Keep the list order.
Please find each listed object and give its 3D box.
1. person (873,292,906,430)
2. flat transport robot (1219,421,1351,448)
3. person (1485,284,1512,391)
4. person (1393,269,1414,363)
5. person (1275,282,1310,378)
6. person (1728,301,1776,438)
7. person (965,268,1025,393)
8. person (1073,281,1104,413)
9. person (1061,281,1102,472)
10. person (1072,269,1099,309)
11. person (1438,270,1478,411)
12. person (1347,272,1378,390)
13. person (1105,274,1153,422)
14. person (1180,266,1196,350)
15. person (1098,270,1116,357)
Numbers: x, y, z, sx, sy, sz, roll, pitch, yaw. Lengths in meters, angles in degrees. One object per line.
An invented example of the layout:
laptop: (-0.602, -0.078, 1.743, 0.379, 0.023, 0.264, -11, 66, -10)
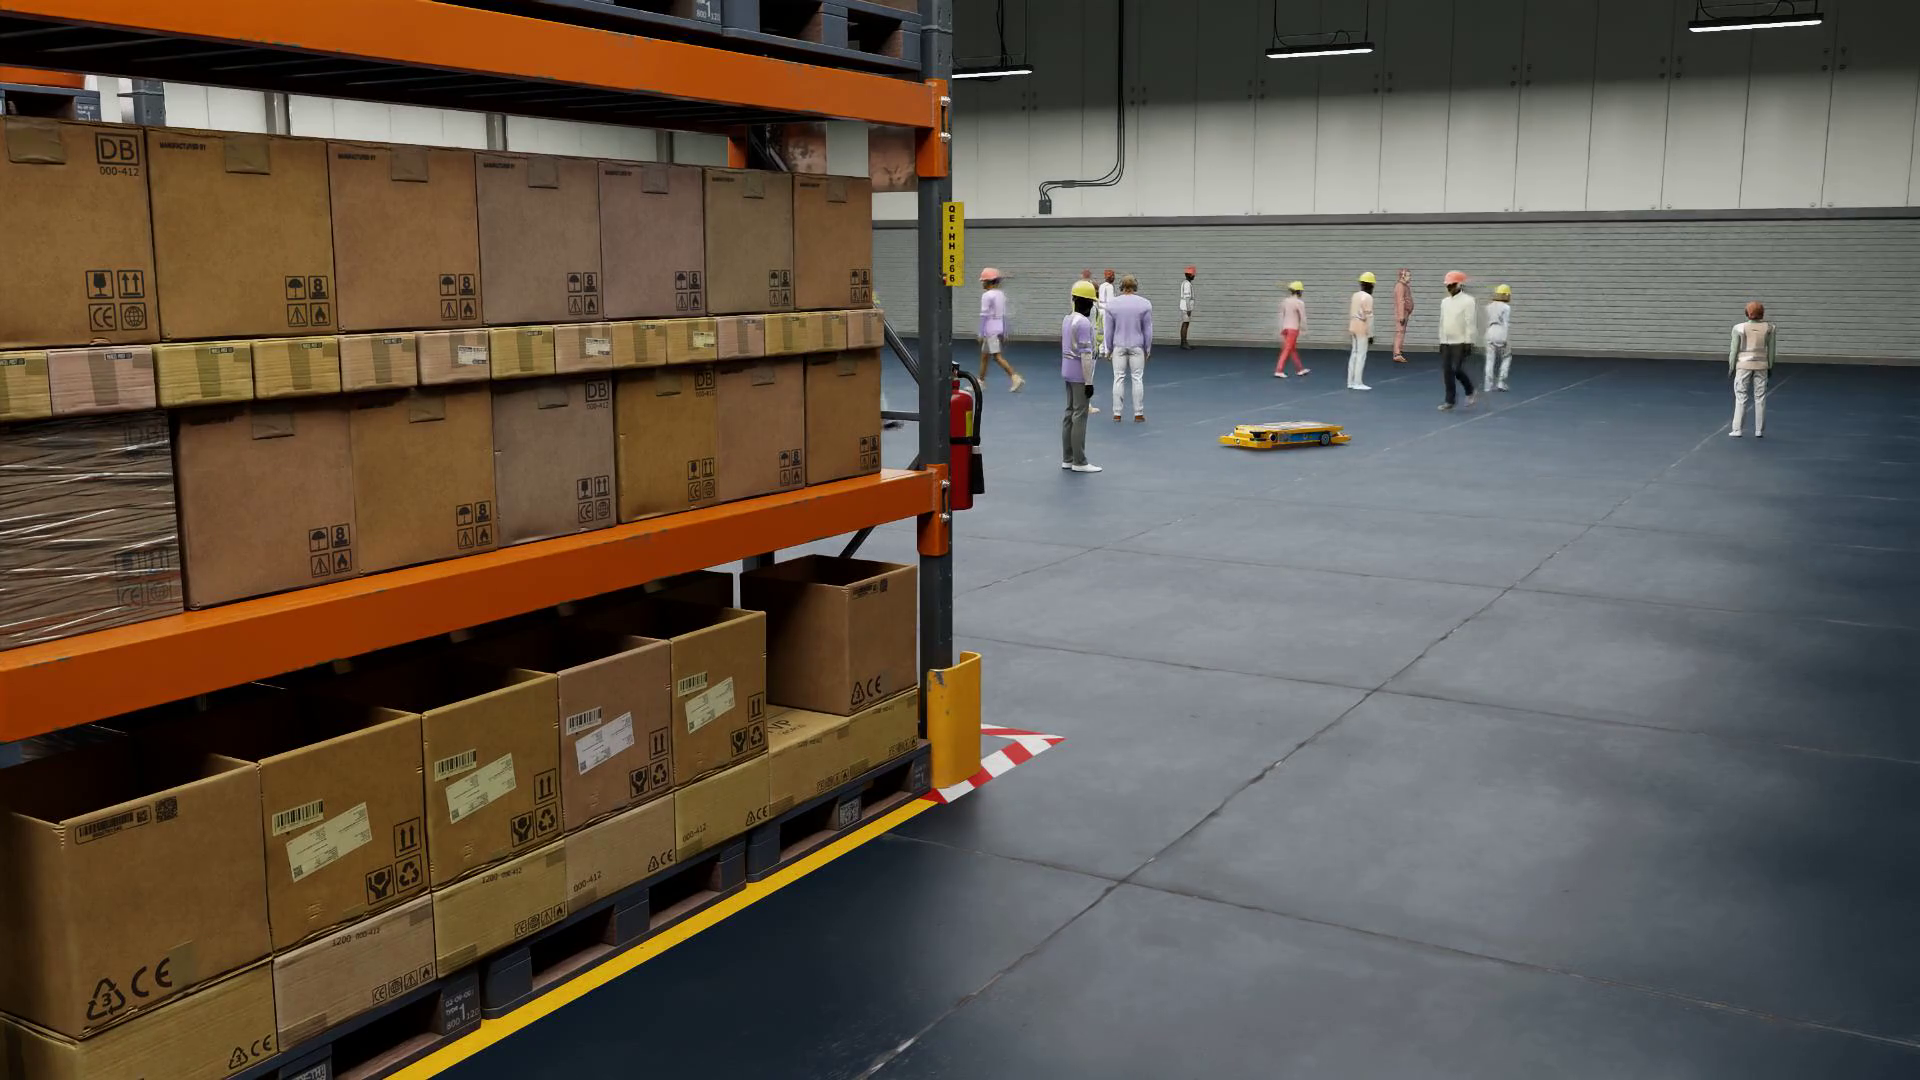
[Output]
person: (-1.206, -2.249, 20.808, 0.979, 1.780, 0.585, 0, 10, -1)
flat transport robot: (3.754, -1.222, 19.165, 1.431, 0.197, 0.652, -6, 11, -31)
person: (8.727, -3.263, 26.893, 0.540, 1.720, 0.486, -6, 12, -33)
person: (9.094, -4.596, 34.137, 0.409, 1.906, 0.652, 2, 10, 13)
person: (6.003, -3.771, 29.873, 0.922, 1.713, 0.543, -5, 11, -27)
person: (9.502, -2.044, 19.973, 0.514, 1.642, 0.309, 2, 10, 10)
person: (0.575, -3.323, 26.450, 1.029, 2.003, 0.617, 5, 11, 26)
person: (1.784, -2.680, 23.136, 0.430, 1.837, 0.626, -2, 10, -14)
person: (1.219, -1.649, 16.835, 0.370, 1.924, 0.586, -3, 10, -17)
person: (2.944, -5.408, 39.015, 0.643, 1.869, 0.937, 1, 10, 8)
person: (6.984, -2.798, 23.394, 0.513, 1.976, 0.635, -5, 11, -29)
person: (6.579, -3.397, 27.121, 0.430, 1.913, 0.587, -2, 10, -13)
person: (2.208, -2.507, 21.816, 0.632, 1.940, 0.372, 2, 10, 9)
person: (5.328, -5.410, 38.837, 0.375, 1.931, 0.542, 0, 10, 2)
person: (3.180, -4.877, 35.847, 0.354, 1.886, 0.572, -4, 10, -21)
